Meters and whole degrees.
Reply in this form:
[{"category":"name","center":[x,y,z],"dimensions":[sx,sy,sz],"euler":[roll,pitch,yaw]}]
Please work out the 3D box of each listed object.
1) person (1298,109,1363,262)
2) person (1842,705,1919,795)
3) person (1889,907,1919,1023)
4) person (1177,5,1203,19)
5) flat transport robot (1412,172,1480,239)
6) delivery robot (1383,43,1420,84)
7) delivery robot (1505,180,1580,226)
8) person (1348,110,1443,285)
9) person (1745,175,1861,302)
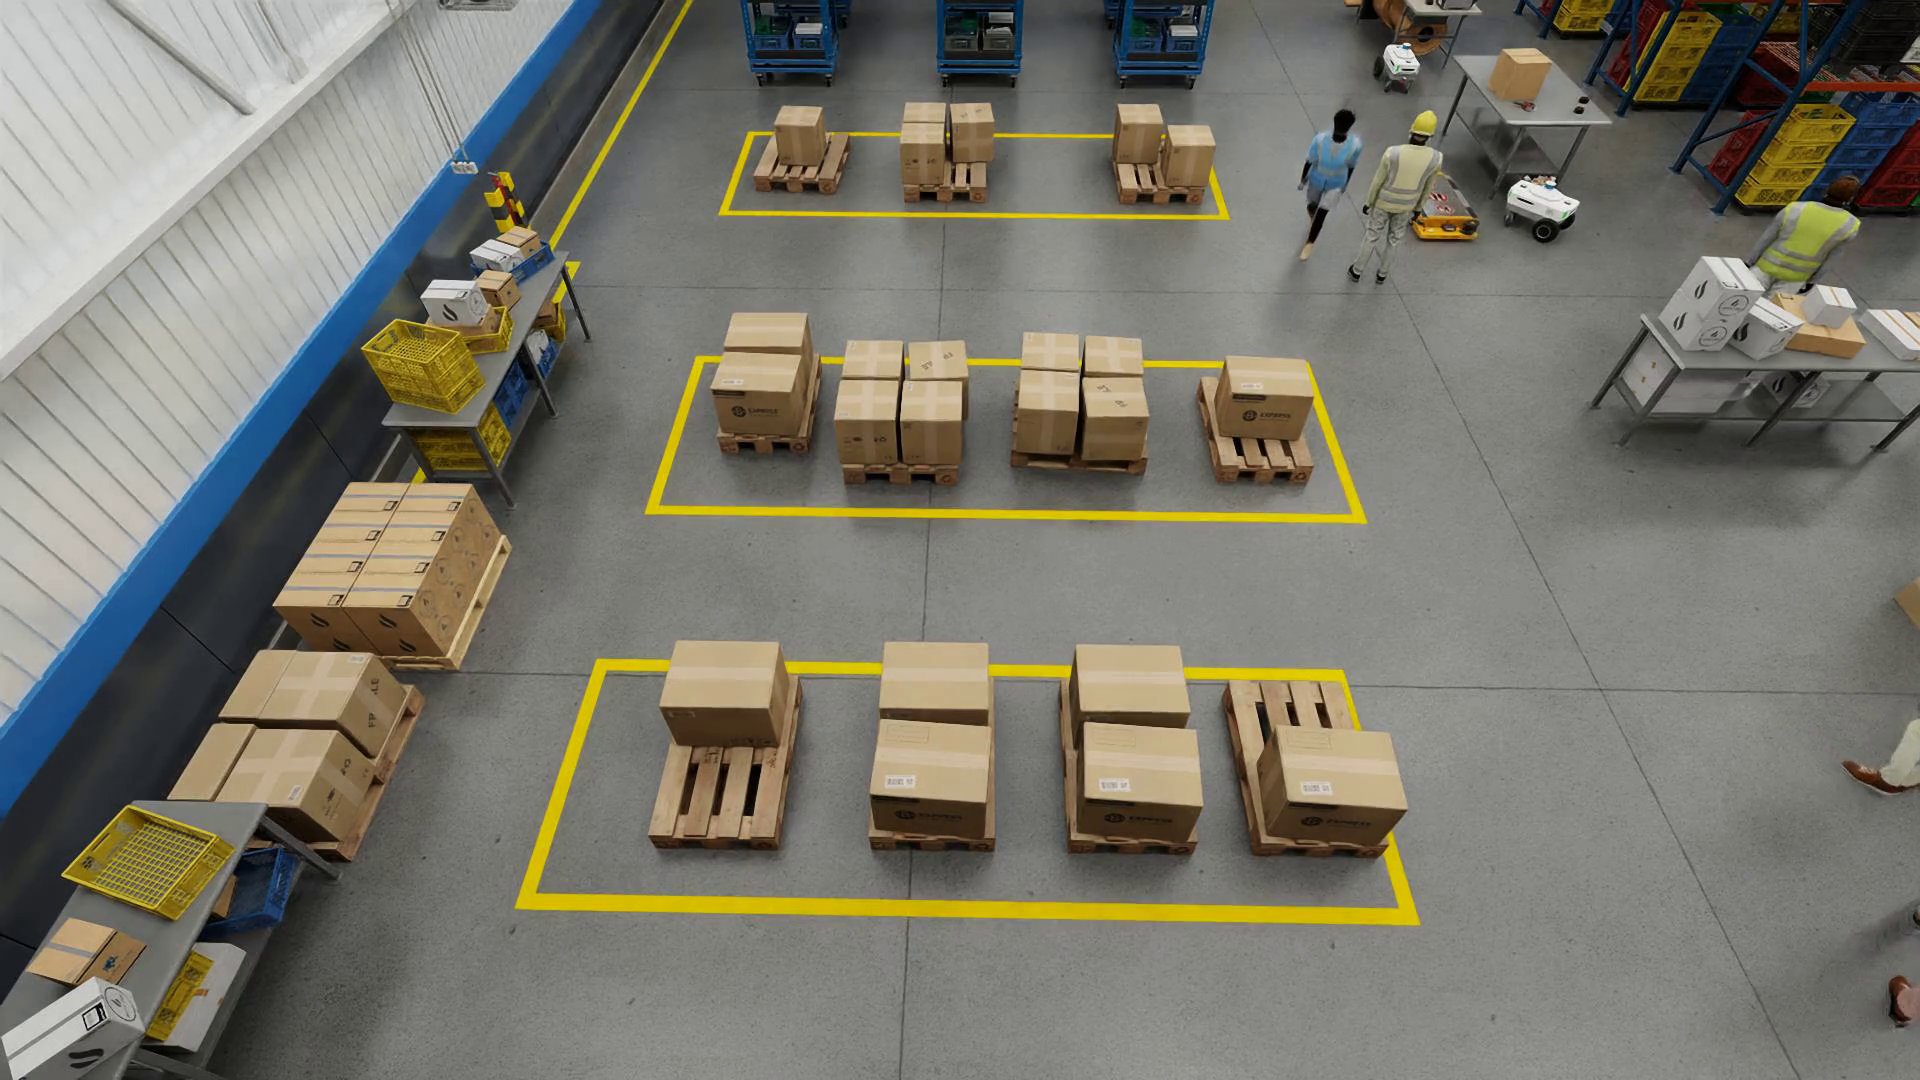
[{"category":"person","center":[4.029,-3.986,10.062],"dimensions":[0.537,1.654,0.756],"euler":[21,52,17]},{"category":"person","center":[6.342,0.995,5.624],"dimensions":[0.679,1.849,0.371],"euler":[7,50,6]},{"category":"person","center":[5.748,1.940,4.809],"dimensions":[1.050,1.839,0.649],"euler":[-30,56,-24]},{"category":"person","center":[3.805,-9.157,14.541],"dimensions":[0.310,1.639,0.514],"euler":[-28,55,-22]},{"category":"flat transport robot","center":[5.692,-4.094,11.059],"dimensions":[0.652,0.197,1.431],"euler":[1,49,1]},{"category":"delivery robot","center":[6.382,-6.917,13.256],"dimensions":[0.477,0.478,0.707],"euler":[2,49,2]},{"category":"delivery robot","center":[6.765,-3.931,10.672],"dimensions":[0.477,0.478,0.707],"euler":[-35,57,-26]},{"category":"person","center":[4.531,-3.529,9.543],"dimensions":[0.602,1.830,0.404],"euler":[9,50,8]},{"category":"person","center":[7.816,-2.574,8.711],"dimensions":[0.627,1.844,0.429],"euler":[32,56,25]}]
